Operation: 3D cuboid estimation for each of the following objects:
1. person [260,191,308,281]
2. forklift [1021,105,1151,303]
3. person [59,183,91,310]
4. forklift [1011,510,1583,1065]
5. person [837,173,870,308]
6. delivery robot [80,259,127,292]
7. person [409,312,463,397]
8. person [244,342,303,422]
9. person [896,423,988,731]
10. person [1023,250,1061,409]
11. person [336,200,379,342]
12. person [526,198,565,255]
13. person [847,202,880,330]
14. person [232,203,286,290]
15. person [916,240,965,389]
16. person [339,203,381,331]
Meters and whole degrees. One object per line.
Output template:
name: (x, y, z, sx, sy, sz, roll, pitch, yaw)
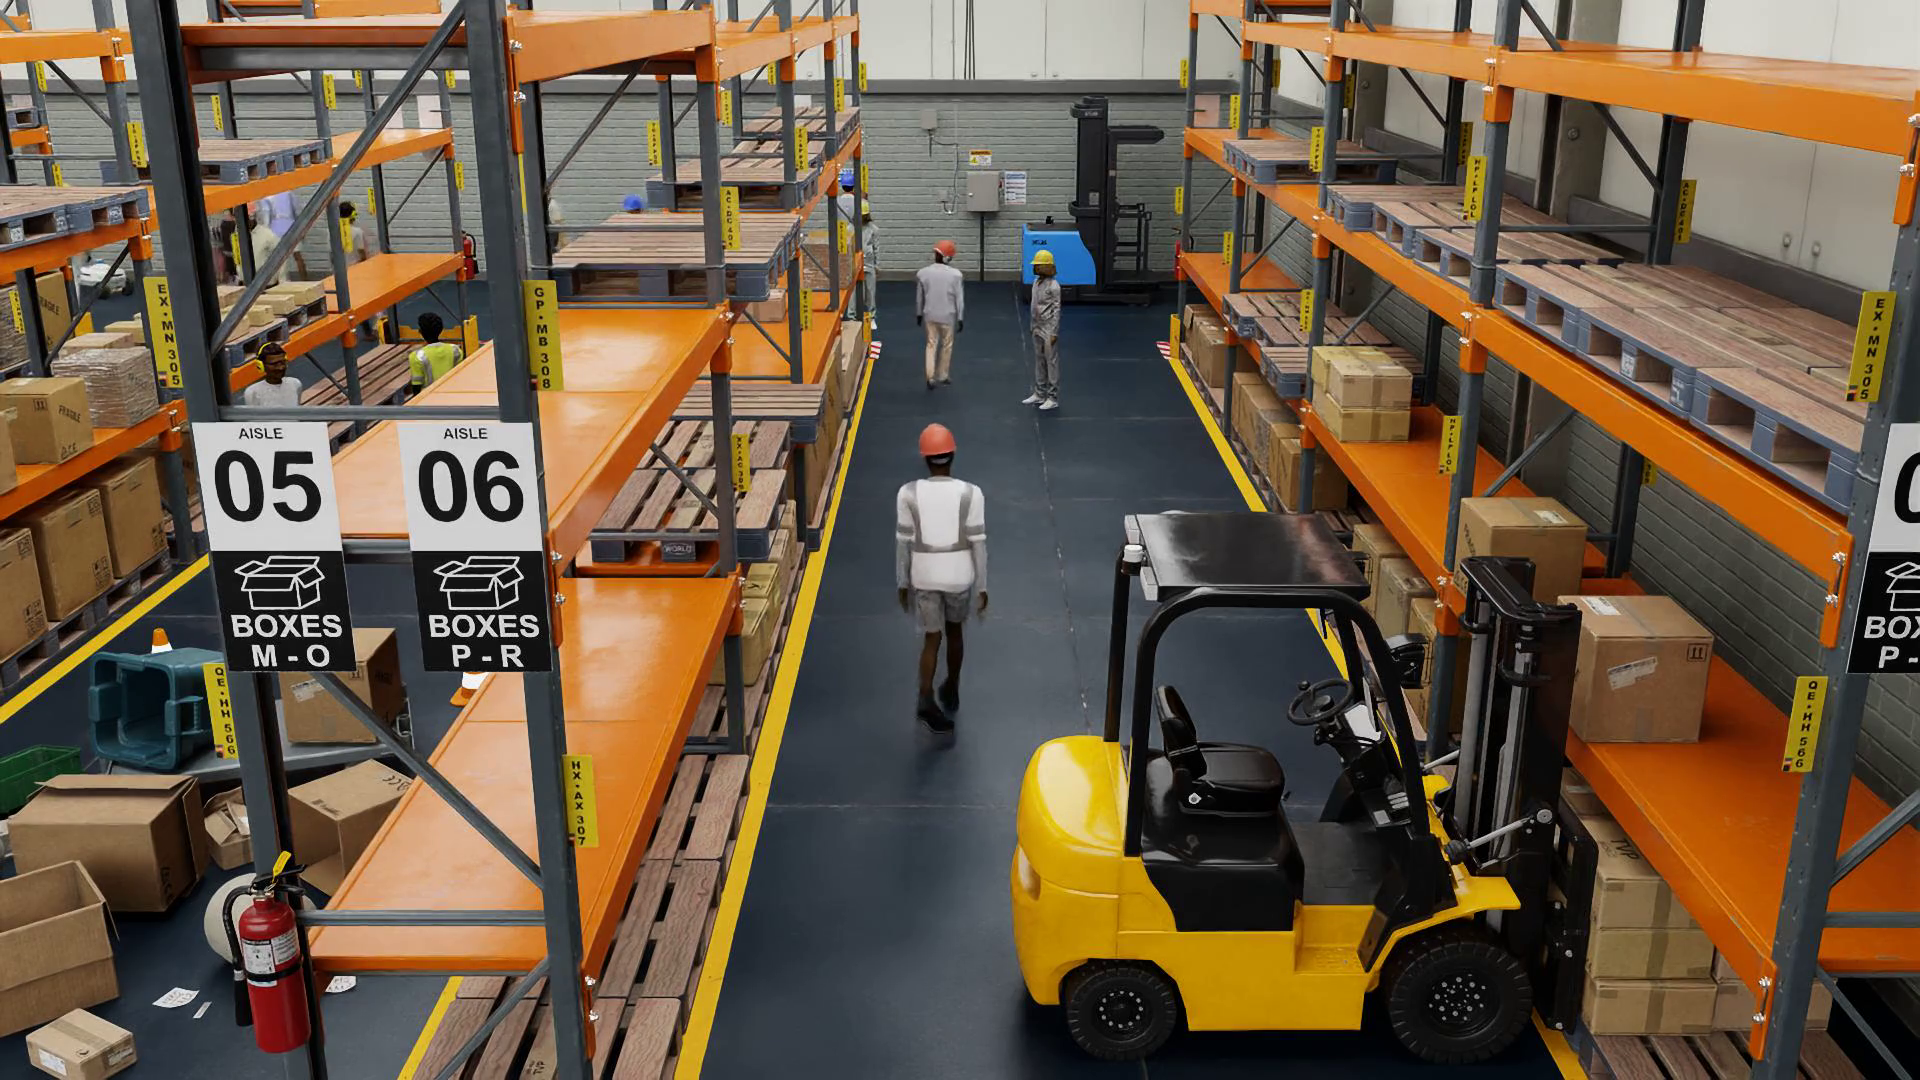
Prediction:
person: (-10.325, -4.708, 25.350, 1.050, 1.857, 0.621, 17, 25, 41)
forklift: (1.857, -4.944, 24.441, 1.873, 2.768, 1.129, 0, 18, 0)
person: (-12.458, -4.042, 23.296, 0.621, 1.876, 0.838, -5, 19, -14)
forklift: (1.387, 1.055, 7.378, 2.313, 2.155, 1.214, 0, 18, 0)
person: (-1.585, -4.288, 23.919, 0.605, 1.948, 0.385, 1, 18, 2)
delivery robot: (-12.899, -3.972, 25.001, 0.707, 0.478, 0.477, 9, 20, 25)
person: (-4.695, -1.214, 15.030, 0.320, 1.693, 0.536, 16, 24, 39)
person: (-5.276, -0.631, 12.985, 0.309, 1.868, 0.535, 11, 21, 30)
person: (-0.118, 0.246, 10.300, 0.566, 1.902, 0.813, 0, 18, -1)
person: (0.915, -2.312, 18.264, 0.305, 1.745, 0.483, -10, 21, -28)
person: (-7.893, -3.464, 21.592, 0.537, 1.854, 0.564, 9, 20, 24)
person: (-6.074, -4.383, 24.400, 0.553, 1.824, 0.405, 12, 22, 33)
person: (-1.319, -3.698, 22.471, 0.486, 1.736, 0.320, -3, 18, -8)
person: (-8.697, -3.216, 20.661, 0.710, 1.954, 0.553, 5, 19, 14)
person: (-0.240, -2.585, 19.131, 0.613, 1.718, 0.568, 5, 19, 16)
person: (-8.171, -3.660, 22.387, 0.881, 1.717, 0.543, 13, 23, 35)
